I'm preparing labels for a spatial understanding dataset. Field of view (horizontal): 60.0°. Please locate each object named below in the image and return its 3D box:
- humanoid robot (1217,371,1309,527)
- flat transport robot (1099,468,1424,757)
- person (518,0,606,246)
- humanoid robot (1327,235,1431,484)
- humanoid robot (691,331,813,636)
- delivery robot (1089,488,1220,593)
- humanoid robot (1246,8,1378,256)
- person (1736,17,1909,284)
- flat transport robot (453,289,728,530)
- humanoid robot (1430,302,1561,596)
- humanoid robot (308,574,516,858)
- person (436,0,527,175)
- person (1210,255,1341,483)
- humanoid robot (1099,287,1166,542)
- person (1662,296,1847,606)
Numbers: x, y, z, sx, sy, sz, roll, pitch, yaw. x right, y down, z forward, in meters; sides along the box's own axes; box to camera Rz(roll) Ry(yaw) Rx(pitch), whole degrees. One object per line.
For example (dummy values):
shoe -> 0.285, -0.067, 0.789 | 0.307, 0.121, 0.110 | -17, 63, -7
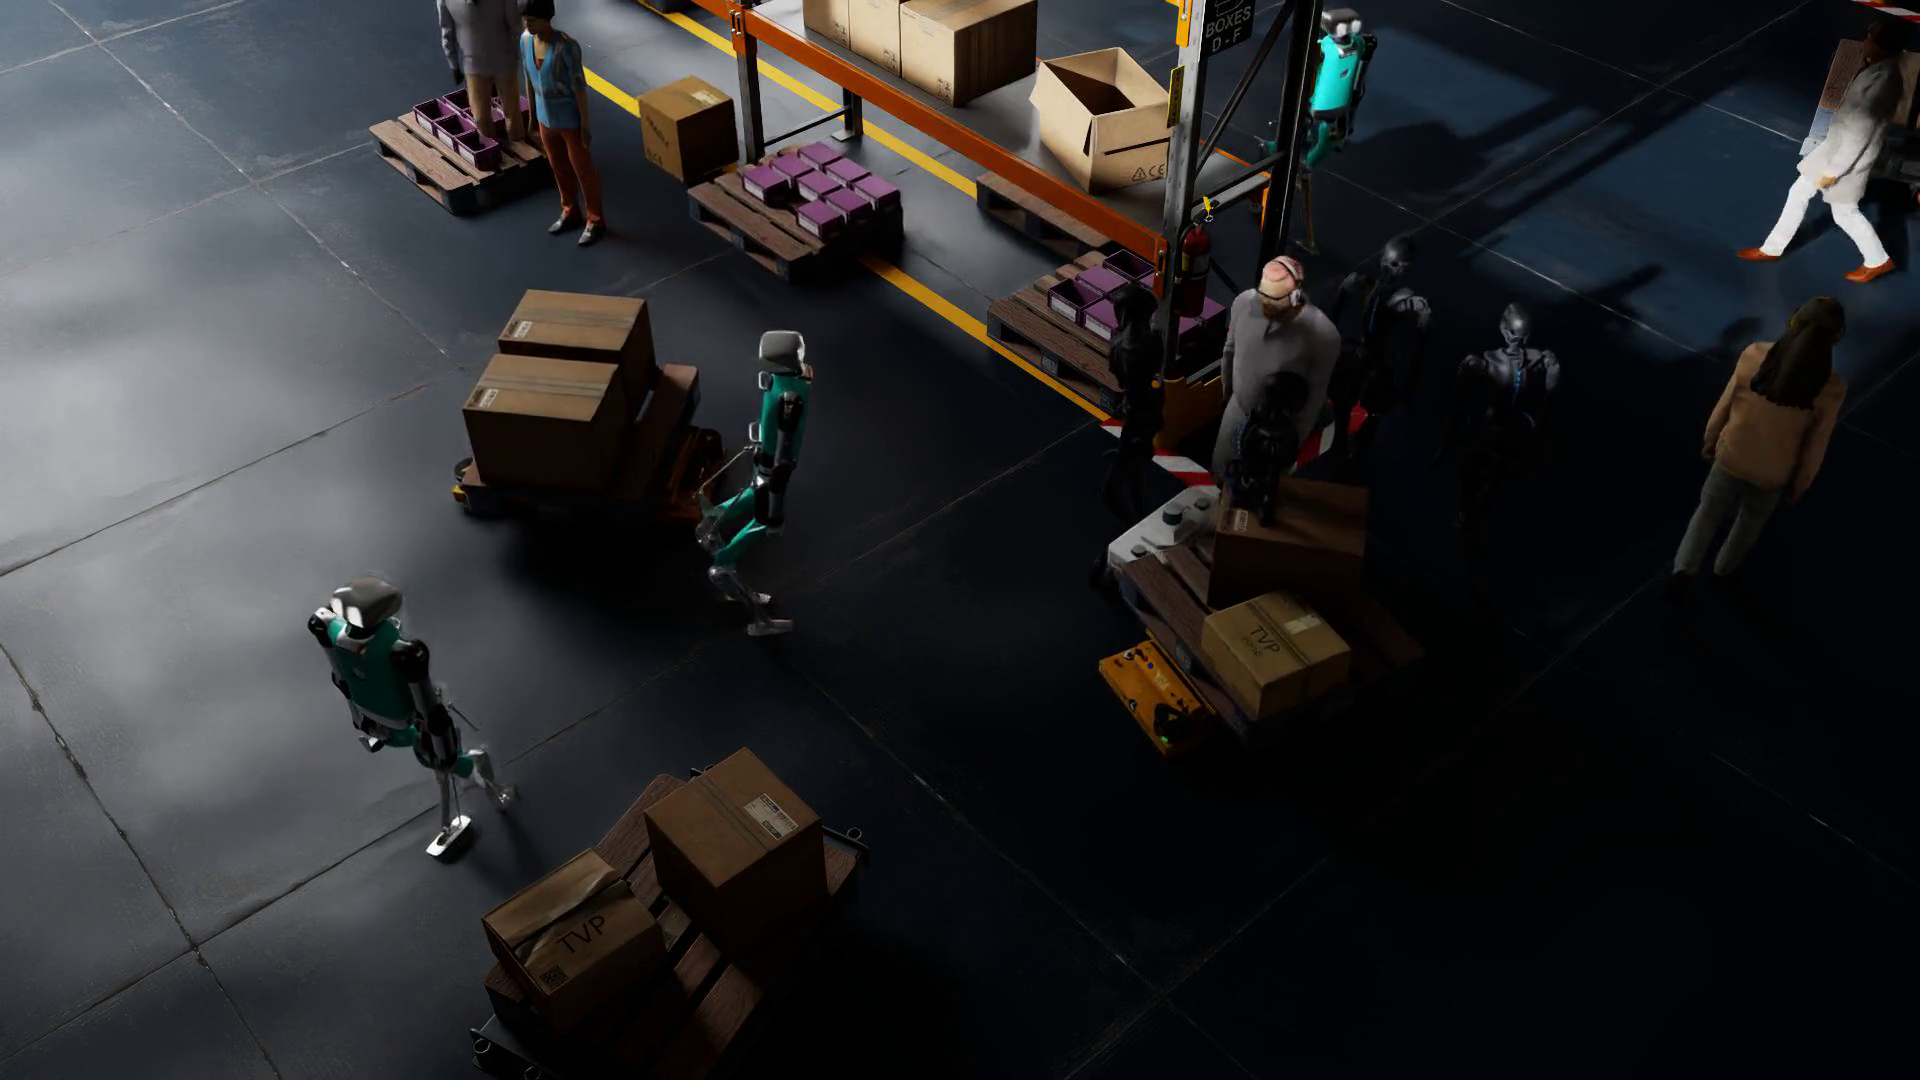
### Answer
humanoid robot -> 1.396, -0.164, 8.251 | 0.454, 1.640, 0.601 | -2, 43, -2
flat transport robot -> 1.488, 0.588, 8.455 | 1.431, 0.231, 0.659 | -19, 46, -19
person -> -2.660, -2.801, 11.043 | 0.495, 1.759, 0.335 | 20, 46, 21
humanoid robot -> 2.210, -0.900, 9.064 | 0.616, 1.631, 0.570 | 22, 47, 23
humanoid robot -> -1.100, -0.258, 8.277 | 0.812, 1.739, 0.538 | -5, 43, -5
delivery robot -> 1.105, 0.049, 8.819 | 0.766, 0.580, 0.499 | -34, 52, -31
humanoid robot -> 2.230, -2.831, 11.098 | 0.543, 1.761, 0.967 | -18, 45, -18
person -> 5.770, -2.464, 10.655 | 0.888, 1.797, 0.511 | 8, 43, 9
flat transport robot -> -2.115, -0.421, 9.552 | 1.431, 0.231, 0.659 | 6, 43, 6
humanoid robot -> 2.788, -0.450, 8.577 | 0.609, 1.632, 0.702 | -3, 43, -3
humanoid robot -> -2.274, 0.770, 7.258 | 0.552, 1.910, 0.727 | 17, 45, 18
person -> -3.283, -3.312, 11.620 | 0.575, 1.721, 0.466 | -9, 43, -10
person -> 1.579, -0.653, 8.615 | 0.638, 1.886, 0.443 | 26, 49, 26
humanoid robot -> 0.914, -0.637, 8.748 | 0.330, 1.644, 0.591 | 4, 43, 5
person -> 3.998, -0.398, 8.354 | 0.565, 1.856, 0.695 | 26, 49, 26
